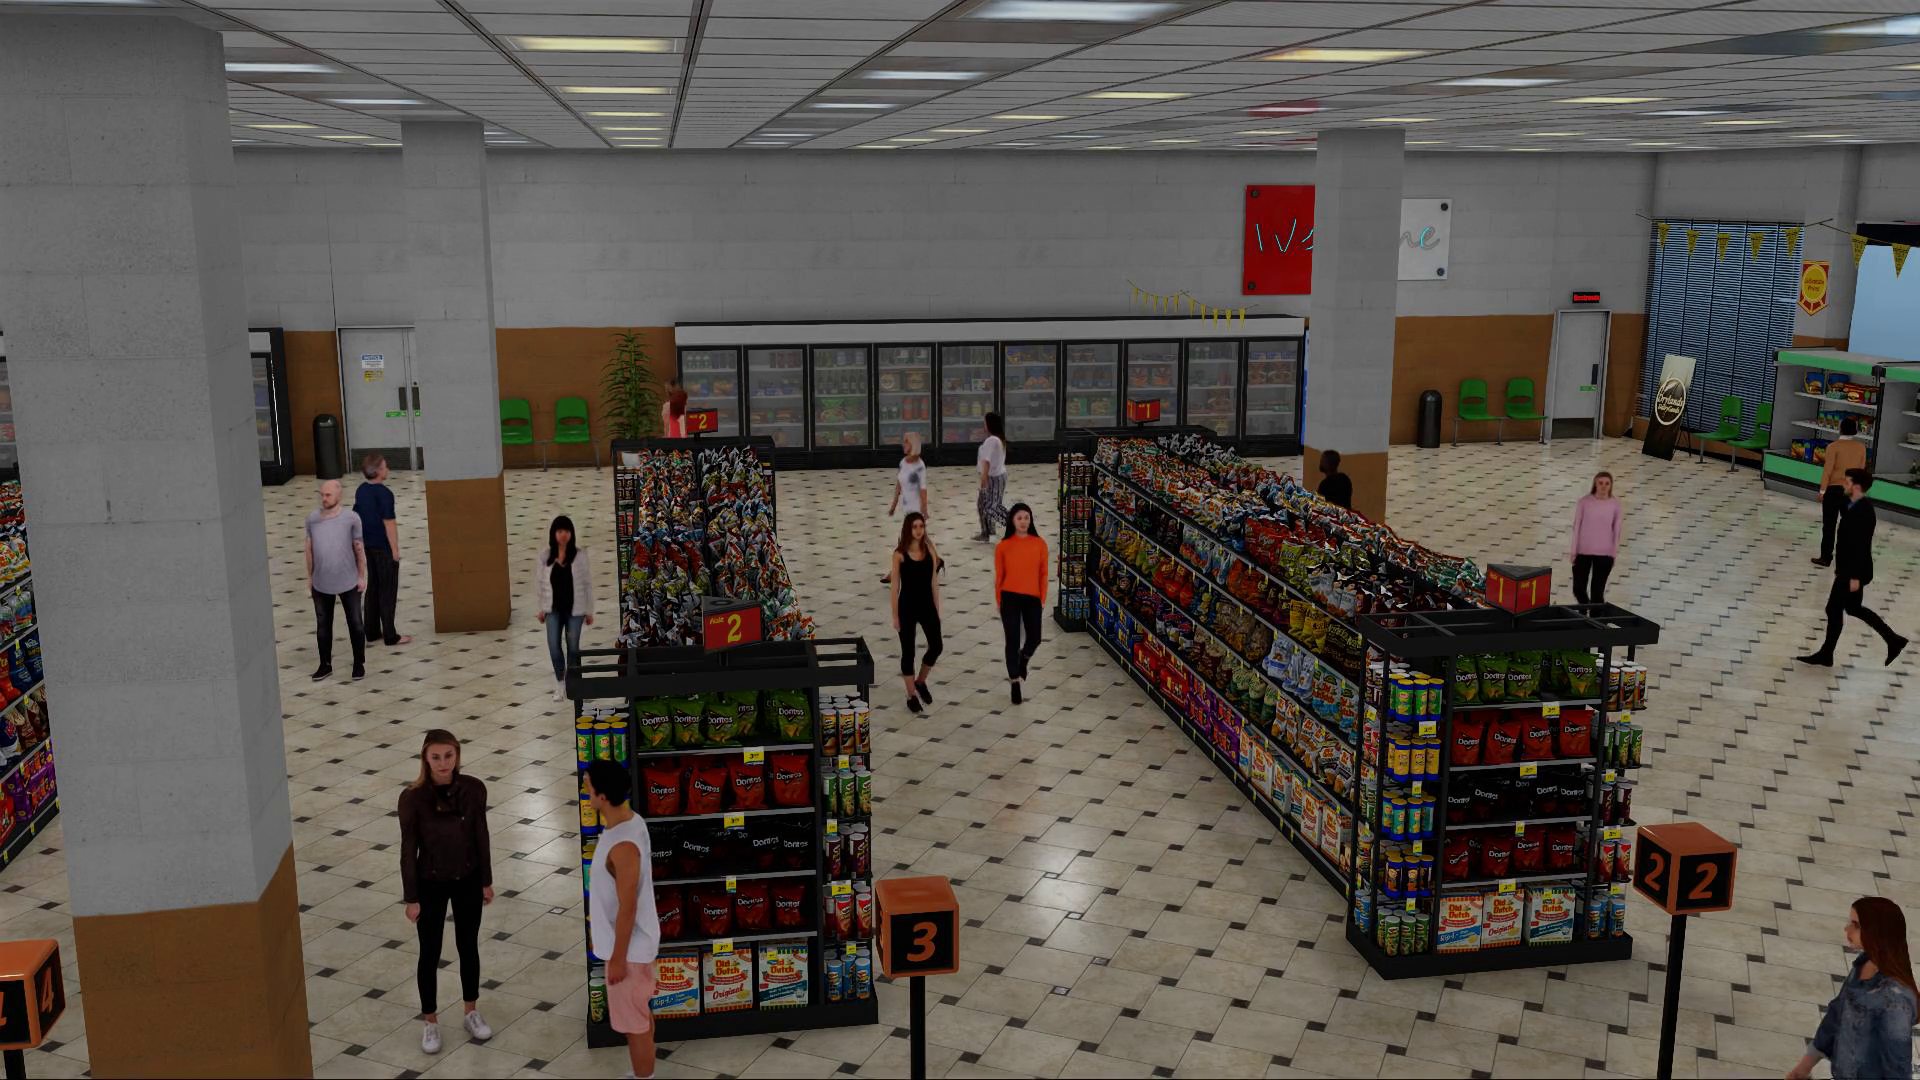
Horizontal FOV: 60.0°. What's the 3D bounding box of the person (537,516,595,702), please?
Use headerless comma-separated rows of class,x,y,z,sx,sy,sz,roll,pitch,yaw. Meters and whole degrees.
person,-3.440,0.578,14.477,0.630,1.625,0.586,-2,12,-11

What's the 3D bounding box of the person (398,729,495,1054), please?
person,-2.638,1.780,8.578,0.668,1.703,0.628,-7,14,-30

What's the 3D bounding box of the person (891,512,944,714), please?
person,-0.399,0.594,14.163,0.643,1.722,0.675,-5,13,-21

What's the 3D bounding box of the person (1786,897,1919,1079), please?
person,3.695,2.220,6.558,0.939,1.674,0.977,4,13,18

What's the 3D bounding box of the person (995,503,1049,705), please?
person,0.507,0.523,14.460,0.650,1.739,0.831,-1,12,-5

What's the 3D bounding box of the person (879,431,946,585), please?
person,-0.467,-0.353,18.702,0.893,1.705,1.111,-7,14,-31

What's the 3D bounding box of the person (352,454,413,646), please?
person,-5.658,0.085,16.219,0.720,1.871,0.784,8,15,35

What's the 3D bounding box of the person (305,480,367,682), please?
person,-5.639,0.348,15.050,0.692,1.838,0.621,-1,12,-3

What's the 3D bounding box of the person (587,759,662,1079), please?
person,-1.568,1.887,7.872,0.683,1.785,0.496,-2,12,-8

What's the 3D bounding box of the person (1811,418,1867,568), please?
person,10.383,-0.567,19.597,0.676,1.755,0.607,-1,12,-4

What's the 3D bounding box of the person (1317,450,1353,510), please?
person,3.849,0.016,16.768,1.060,1.779,1.223,-11,16,-42

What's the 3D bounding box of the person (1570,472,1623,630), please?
person,6.258,0.143,16.429,0.928,1.670,1.061,5,13,23

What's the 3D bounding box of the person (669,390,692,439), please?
person,-3.748,-1.034,21.697,0.880,1.804,1.069,-6,13,-27

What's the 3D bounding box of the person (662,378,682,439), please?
person,-3.936,-1.328,23.029,0.699,1.829,0.651,9,15,37

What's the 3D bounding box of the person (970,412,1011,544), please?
person,0.482,-0.745,20.679,0.996,1.658,1.060,3,12,15

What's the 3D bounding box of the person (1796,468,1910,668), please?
person,8.290,0.286,15.266,1.184,1.869,1.186,6,13,27
